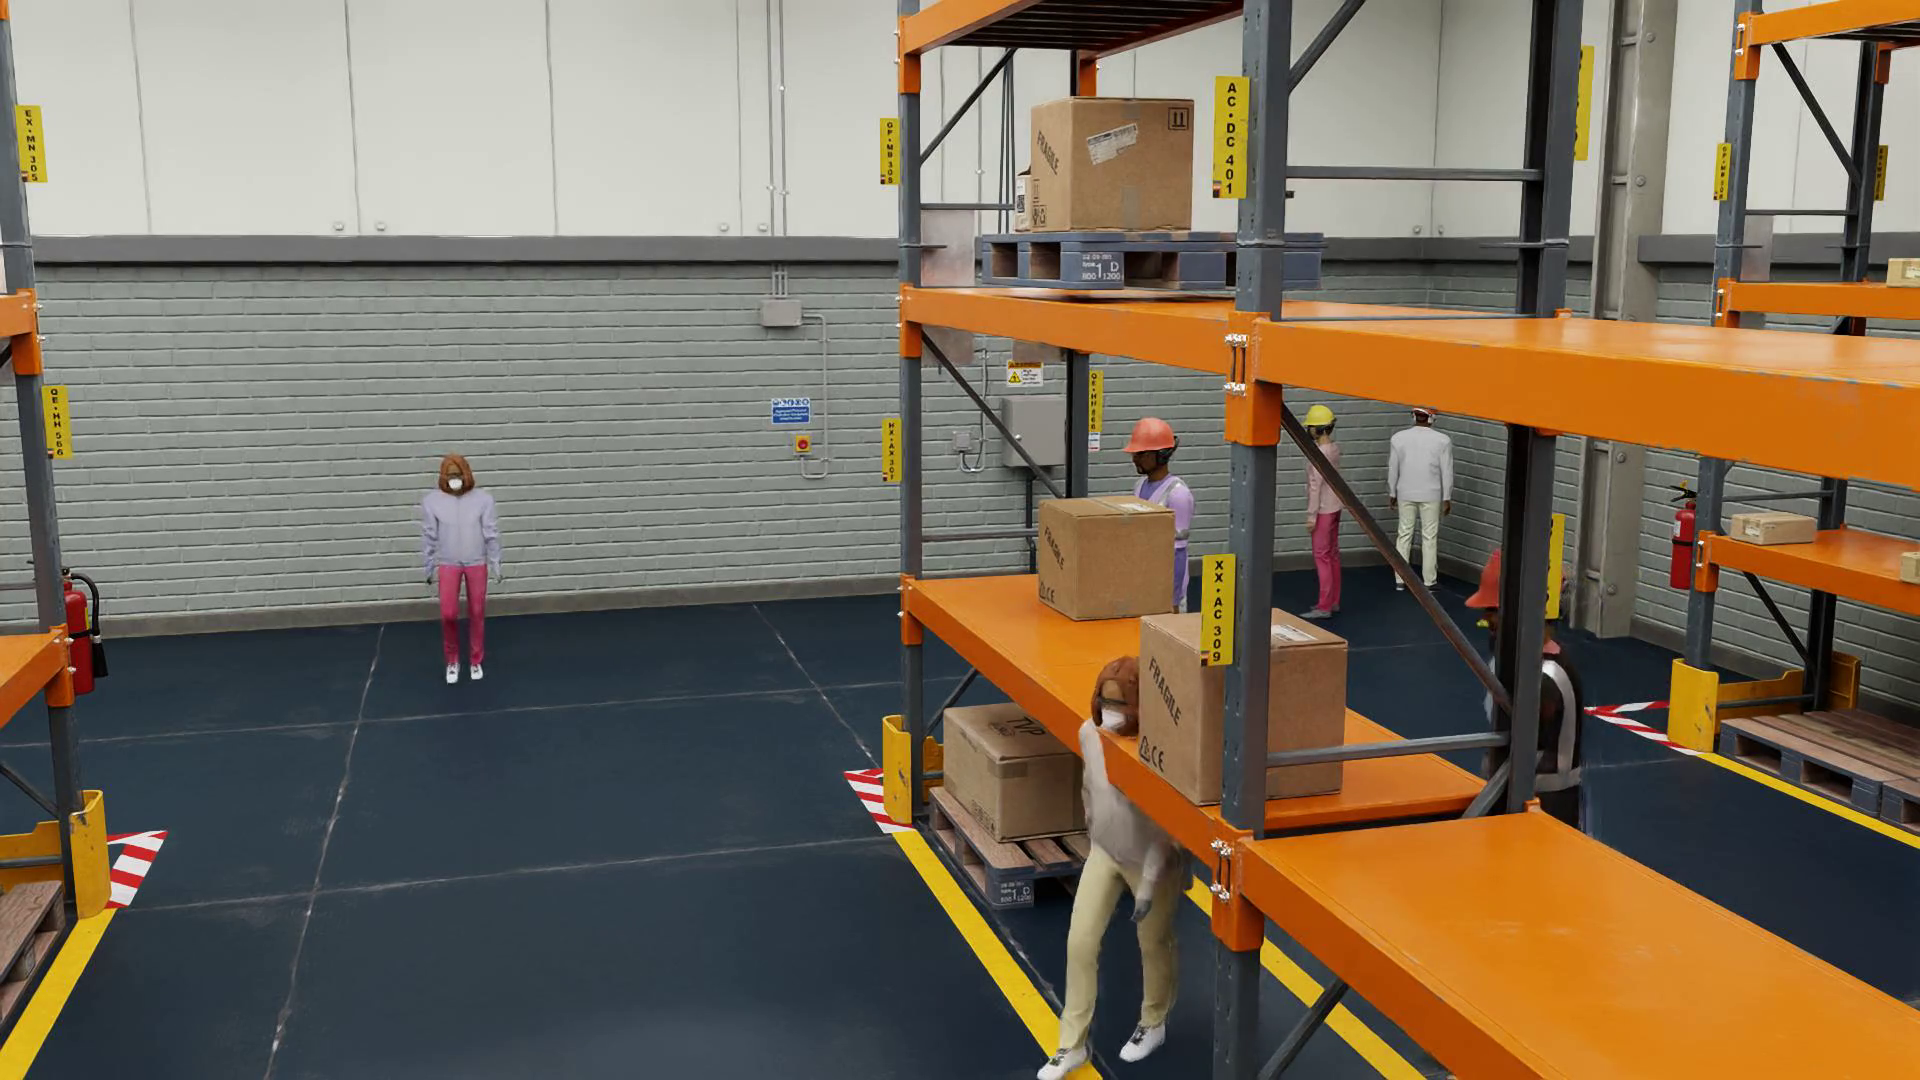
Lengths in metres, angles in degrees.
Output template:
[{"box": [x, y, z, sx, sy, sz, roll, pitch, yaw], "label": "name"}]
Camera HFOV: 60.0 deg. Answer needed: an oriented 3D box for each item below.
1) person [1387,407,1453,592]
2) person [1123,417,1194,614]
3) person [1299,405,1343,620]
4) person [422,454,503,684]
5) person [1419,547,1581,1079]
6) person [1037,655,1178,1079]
[{"box": [4.082, -0.412, 14.733, 0.575, 1.749, 0.335, 6, 12, 31], "label": "person"}, {"box": [1.168, 0.277, 10.034, 0.406, 2.036, 0.601, -4, 11, -21], "label": "person"}, {"box": [2.962, -0.230, 13.697, 0.350, 1.758, 0.522, 5, 11, 27], "label": "person"}, {"box": [-3.469, 0.203, 11.615, 0.518, 1.614, 0.483, -3, 10, -18], "label": "person"}, {"box": [1.900, 1.017, 5.820, 0.487, 2.026, 0.617, 3, 10, 17], "label": "person"}, {"box": [0.588, 1.193, 5.990, 0.491, 1.597, 0.723, 8, 13, 37], "label": "person"}]
